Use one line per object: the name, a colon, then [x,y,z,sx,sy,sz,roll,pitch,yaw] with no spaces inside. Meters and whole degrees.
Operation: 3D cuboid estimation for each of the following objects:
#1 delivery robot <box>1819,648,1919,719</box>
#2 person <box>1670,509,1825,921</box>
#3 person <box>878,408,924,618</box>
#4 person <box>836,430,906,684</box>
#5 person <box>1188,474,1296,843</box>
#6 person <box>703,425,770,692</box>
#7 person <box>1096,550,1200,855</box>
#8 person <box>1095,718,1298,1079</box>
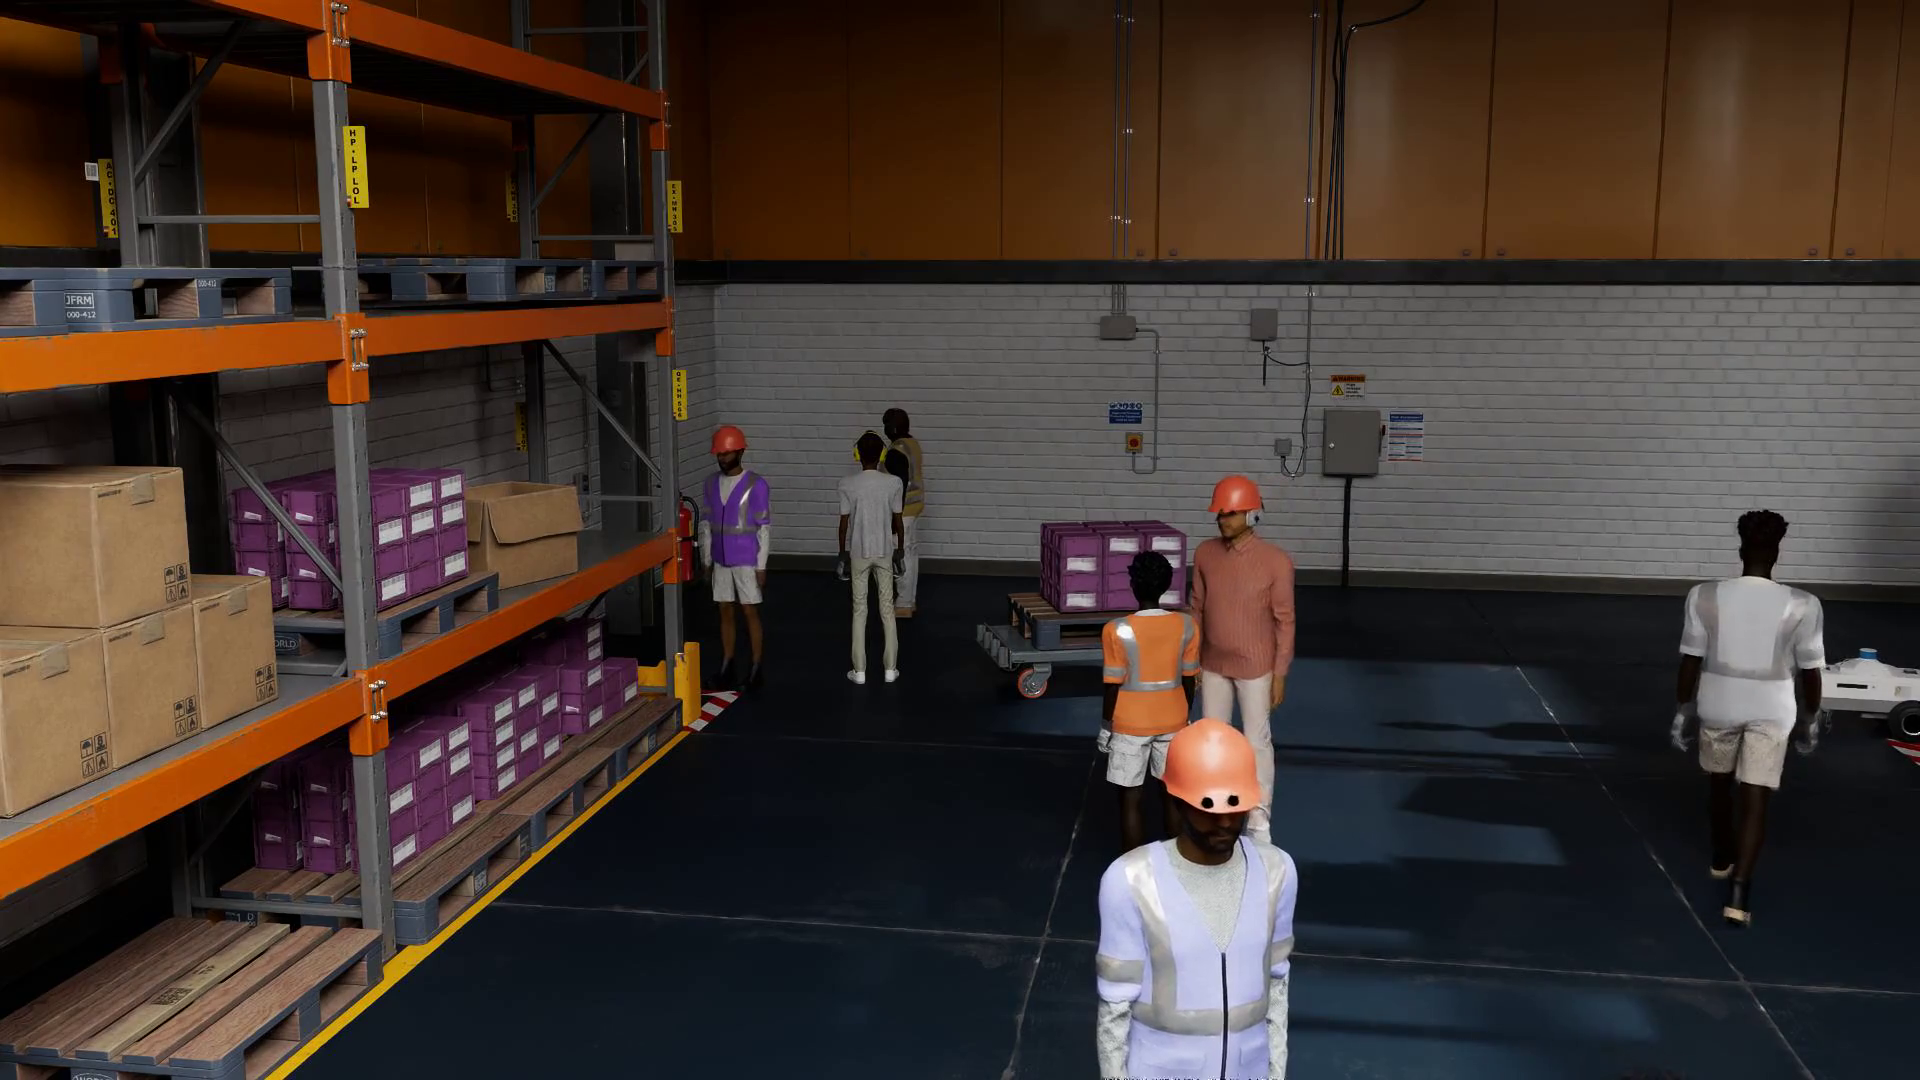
delivery robot: [5.931,0.953,10.898,0.707,0.478,0.477,2,9,13]
person: [3.751,0.805,7.937,0.627,1.916,1.018,6,11,32]
person: [-0.537,-0.236,14.580,0.430,1.841,0.624,2,9,10]
person: [-0.654,0.128,12.233,0.513,1.872,0.328,-2,9,-10]
person: [1.435,0.644,8.671,0.622,1.992,0.395,8,12,40]
person: [-1.638,0.134,11.993,0.552,1.933,0.376,5,11,29]
person: [0.904,0.894,8.042,0.542,1.695,0.316,-4,10,-23]
person: [0.617,1.390,4.239,0.548,1.936,0.378,-3,10,-17]
